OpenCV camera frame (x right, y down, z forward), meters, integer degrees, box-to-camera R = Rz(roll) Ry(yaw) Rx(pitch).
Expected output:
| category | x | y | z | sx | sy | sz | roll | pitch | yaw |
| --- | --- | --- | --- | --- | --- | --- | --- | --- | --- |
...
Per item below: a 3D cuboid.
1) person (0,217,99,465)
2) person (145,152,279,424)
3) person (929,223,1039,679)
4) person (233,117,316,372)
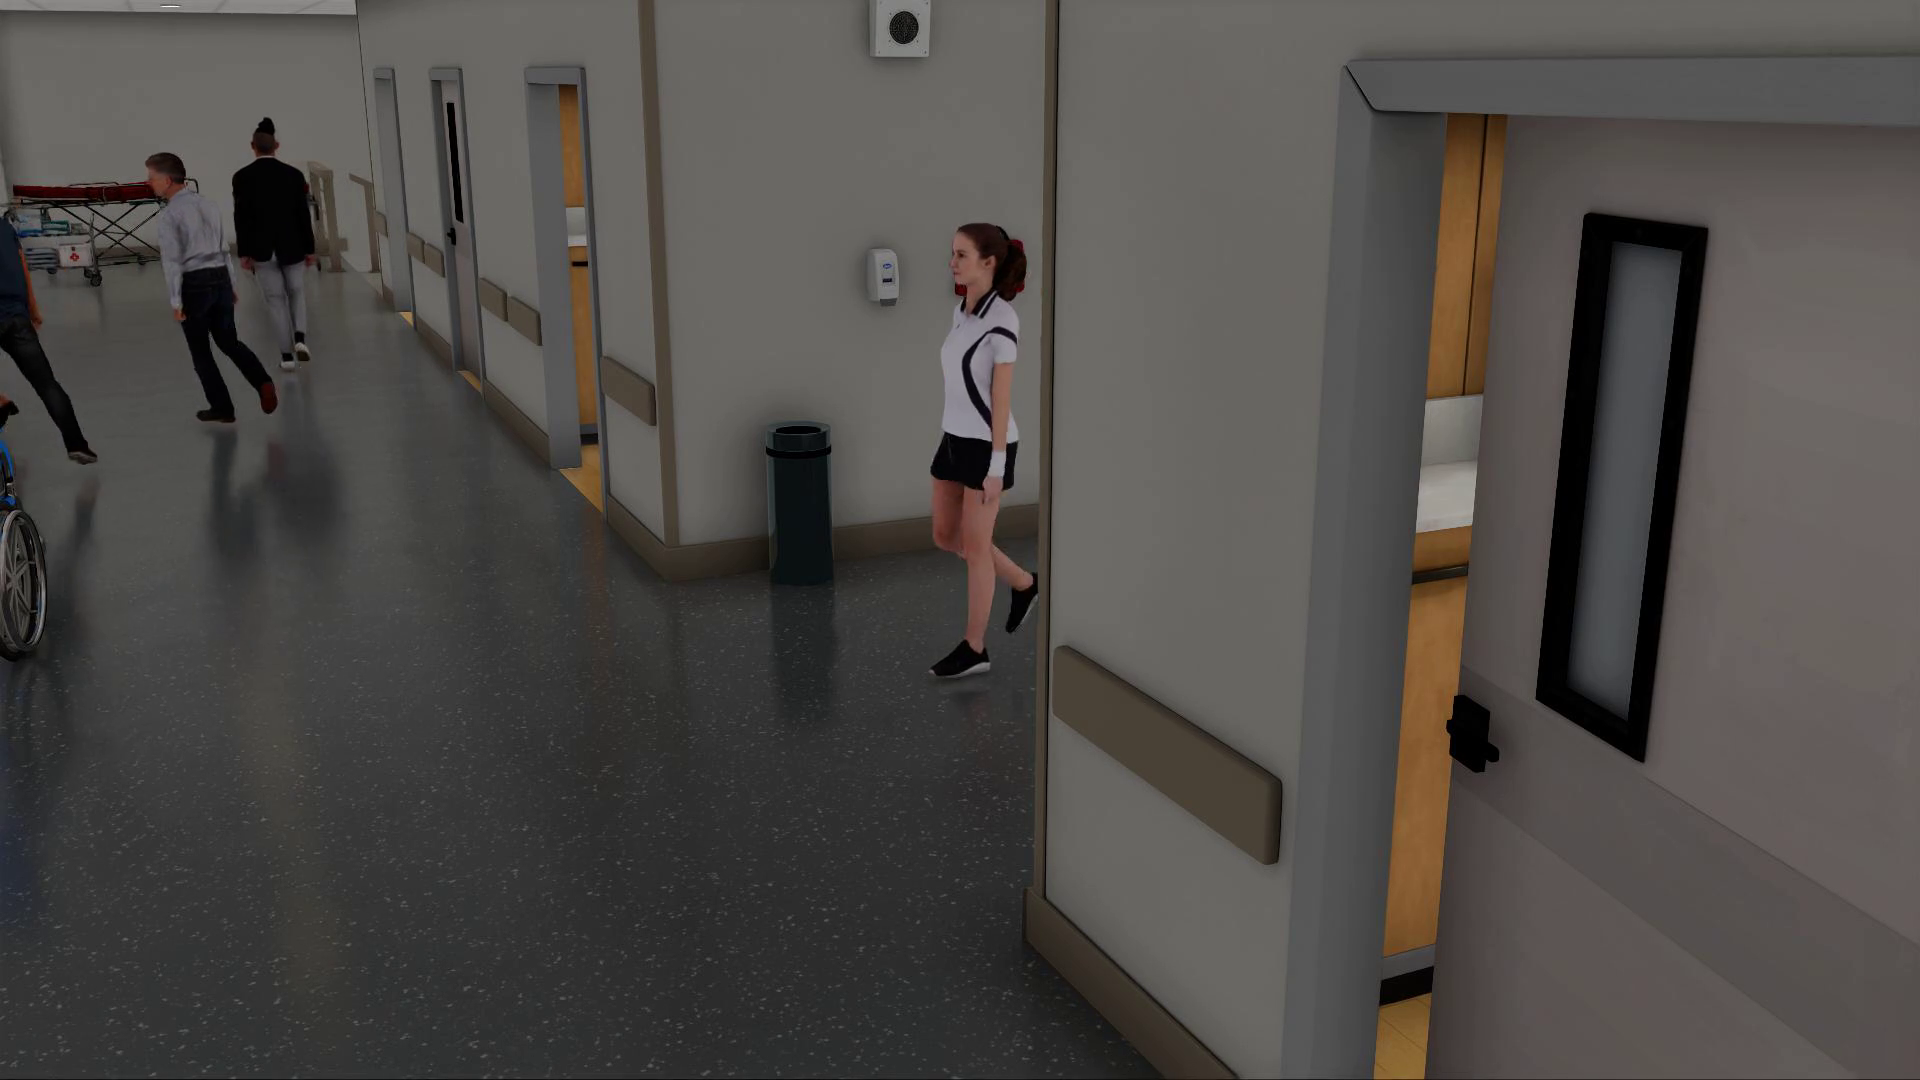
| category | x | y | z | sx | sy | sz | roll | pitch | yaw |
| --- | --- | --- | --- | --- | --- | --- | --- | --- | --- |
| person | -5.463 | -1.228 | 9.555 | 1.326 | 1.747 | 1.174 | 9 | 18 | 30 |
| person | -4.860 | -1.589 | 10.779 | 1.112 | 1.777 | 1.026 | 10 | 18 | 31 |
| person | 0.141 | -0.330 | 6.387 | 0.683 | 1.737 | 0.795 | -10 | 18 | -31 |
| person | -5.279 | -2.276 | 12.904 | 0.751 | 1.947 | 0.687 | -9 | 18 | -29 |
